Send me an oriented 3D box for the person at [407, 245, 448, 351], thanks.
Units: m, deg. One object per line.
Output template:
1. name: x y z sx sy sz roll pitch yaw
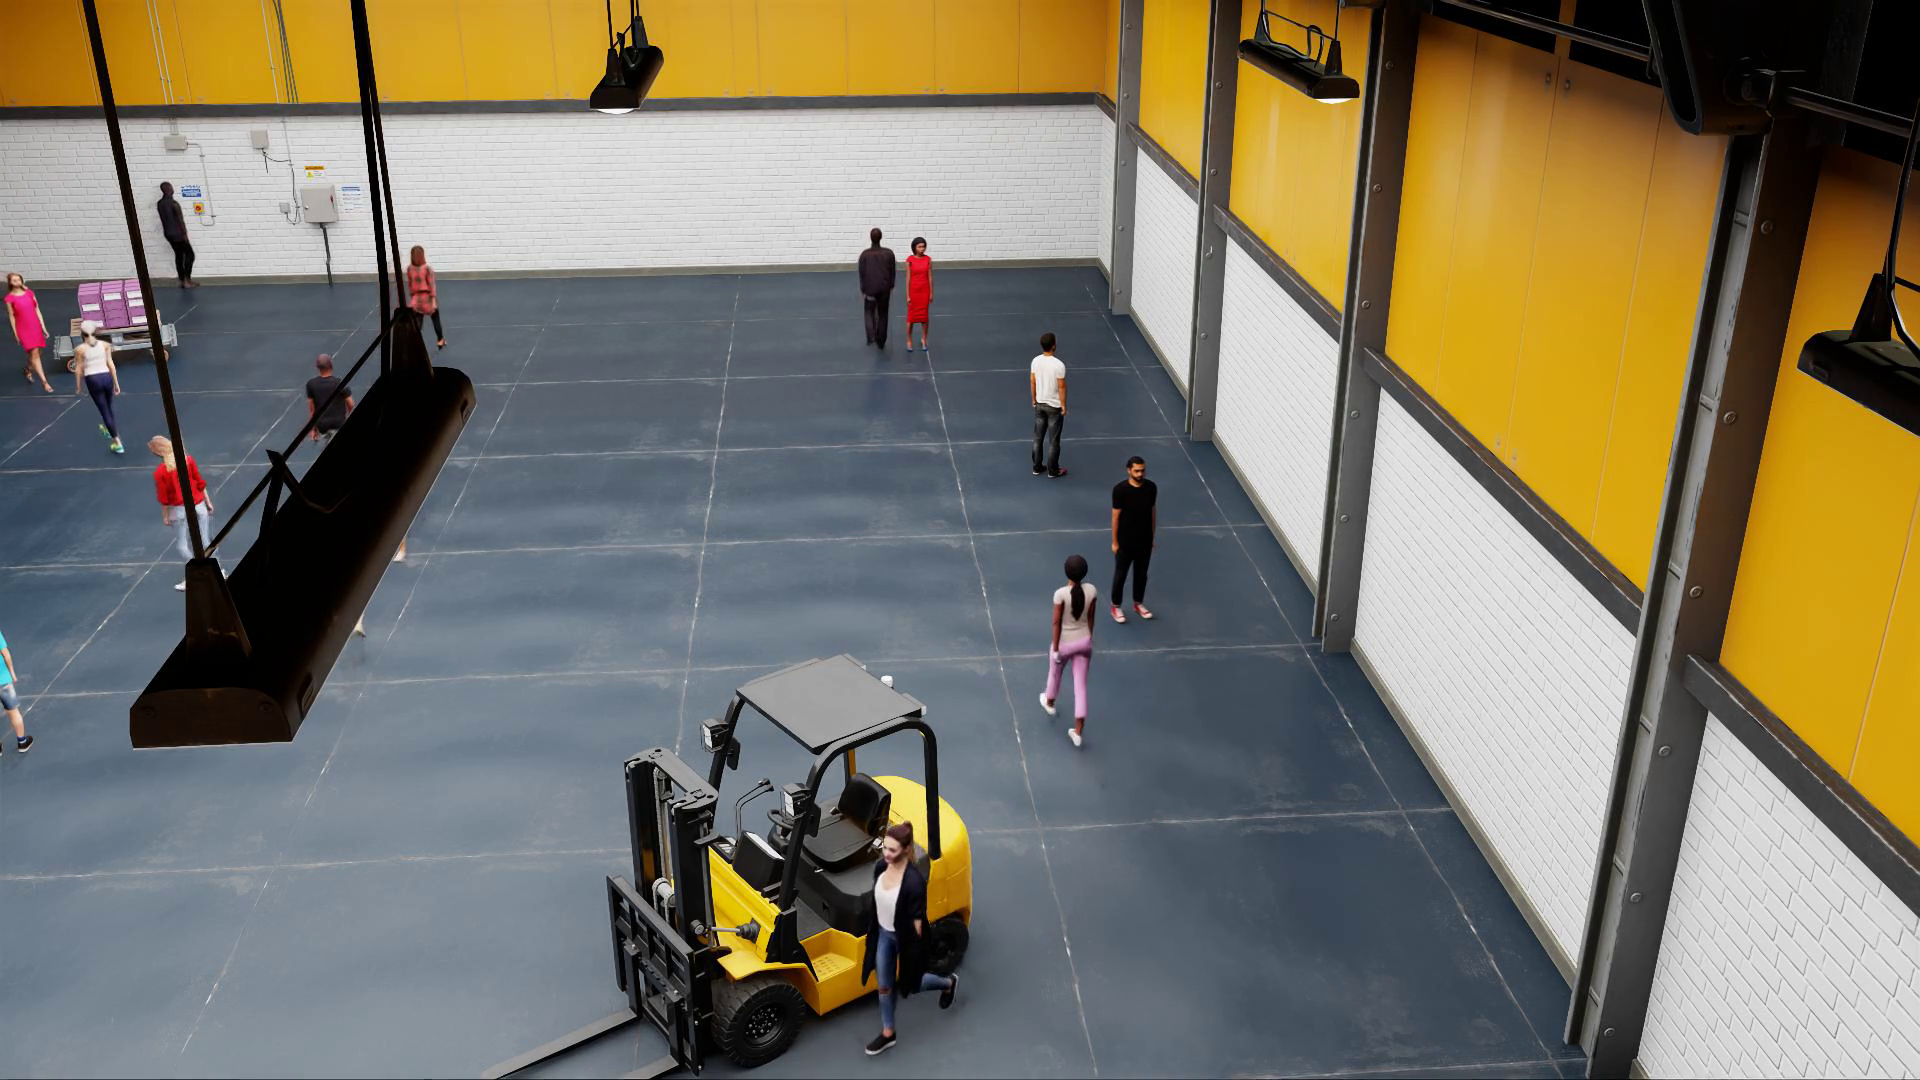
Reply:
1. person: -7.997 -3.490 24.657 0.804 1.661 1.138 4 24 9

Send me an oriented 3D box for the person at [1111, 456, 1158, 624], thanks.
1. person: 1.733 -0.025 16.614 0.665 1.755 0.608 -8 25 -18

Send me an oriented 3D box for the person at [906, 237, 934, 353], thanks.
1. person: -0.623 -3.703 25.046 0.608 1.740 0.559 -6 24 -13

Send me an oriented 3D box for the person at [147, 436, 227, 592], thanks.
1. person: -8.024 -0.319 17.370 0.763 1.688 0.788 -14 27 -29

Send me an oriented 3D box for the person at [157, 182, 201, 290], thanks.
1. person: -13.365 -5.163 28.272 0.867 1.831 0.891 14 27 28

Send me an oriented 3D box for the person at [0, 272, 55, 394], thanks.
1. person: -13.105 -2.937 23.347 0.999 1.698 1.023 13 27 28

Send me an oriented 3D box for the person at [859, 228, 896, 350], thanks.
1. person: -1.229 -3.754 25.059 0.721 1.823 0.632 -4 24 -9

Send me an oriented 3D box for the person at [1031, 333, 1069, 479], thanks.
1. person: 1.074 -1.651 20.273 0.718 1.804 0.759 16 28 32

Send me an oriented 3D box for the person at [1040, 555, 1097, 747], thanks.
1. person: 1.009 0.978 14.383 0.746 1.705 1.091 -7 25 -16

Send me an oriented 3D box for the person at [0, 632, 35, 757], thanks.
1. person: -8.310 1.175 14.251 0.578 1.449 0.570 -10 25 -21

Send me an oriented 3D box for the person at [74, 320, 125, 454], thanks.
1. person: -10.836 -1.907 21.029 1.119 1.668 1.055 19 30 36

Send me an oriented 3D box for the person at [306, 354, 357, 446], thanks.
1. person: -7.329 -1.242 19.401 0.790 1.752 1.231 1 24 2

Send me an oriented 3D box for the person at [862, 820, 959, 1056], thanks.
1. person: -0.327 2.553 10.826 1.040 1.667 1.023 -21 31 -39
